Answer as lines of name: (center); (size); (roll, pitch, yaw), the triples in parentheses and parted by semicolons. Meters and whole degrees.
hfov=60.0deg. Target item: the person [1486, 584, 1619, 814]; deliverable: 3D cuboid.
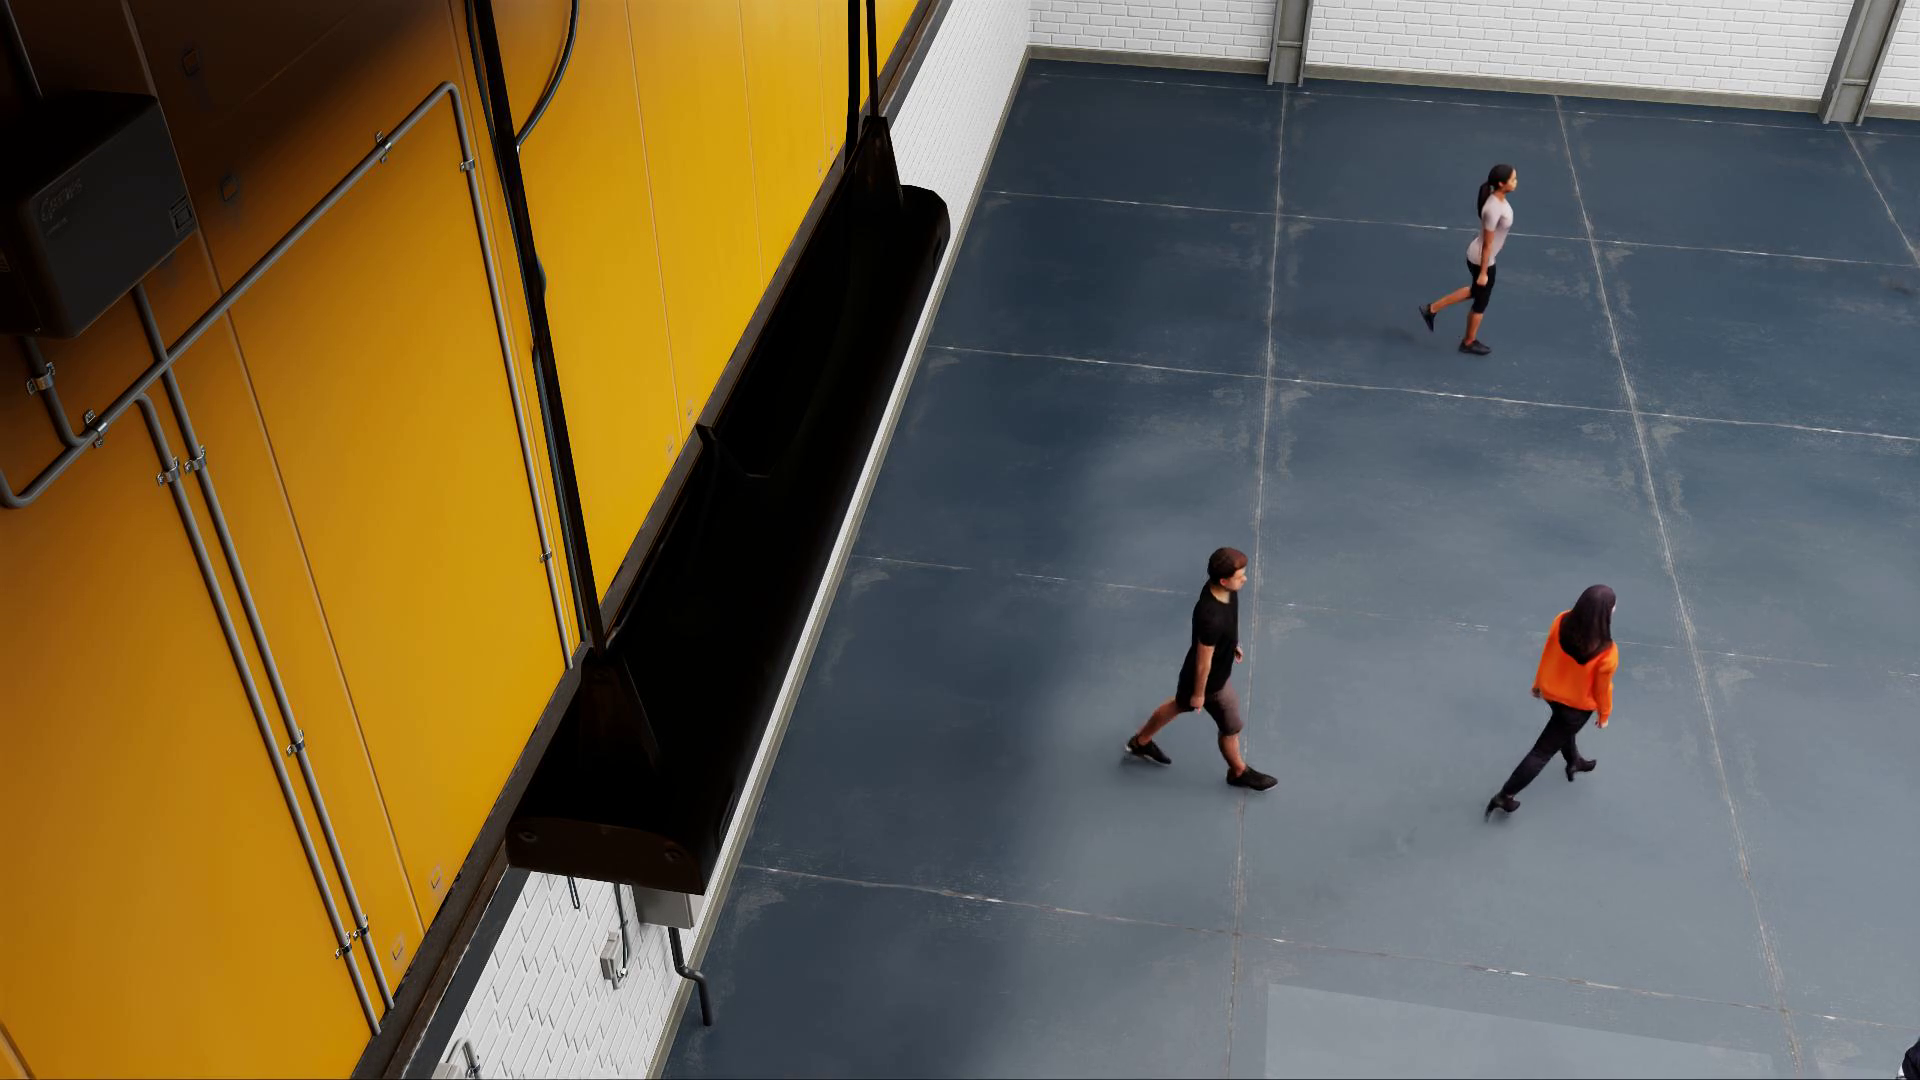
person: (3.517, 0.997, 9.828); (1.194, 1.696, 1.026); (-16, 41, -19)

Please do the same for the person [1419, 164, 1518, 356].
person: (4.314, -2.361, 14.003); (0.928, 1.734, 0.664); (11, 40, 13)

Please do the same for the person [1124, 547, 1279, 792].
person: (1.411, 0.756, 10.024); (1.192, 1.830, 0.694); (7, 39, 9)
